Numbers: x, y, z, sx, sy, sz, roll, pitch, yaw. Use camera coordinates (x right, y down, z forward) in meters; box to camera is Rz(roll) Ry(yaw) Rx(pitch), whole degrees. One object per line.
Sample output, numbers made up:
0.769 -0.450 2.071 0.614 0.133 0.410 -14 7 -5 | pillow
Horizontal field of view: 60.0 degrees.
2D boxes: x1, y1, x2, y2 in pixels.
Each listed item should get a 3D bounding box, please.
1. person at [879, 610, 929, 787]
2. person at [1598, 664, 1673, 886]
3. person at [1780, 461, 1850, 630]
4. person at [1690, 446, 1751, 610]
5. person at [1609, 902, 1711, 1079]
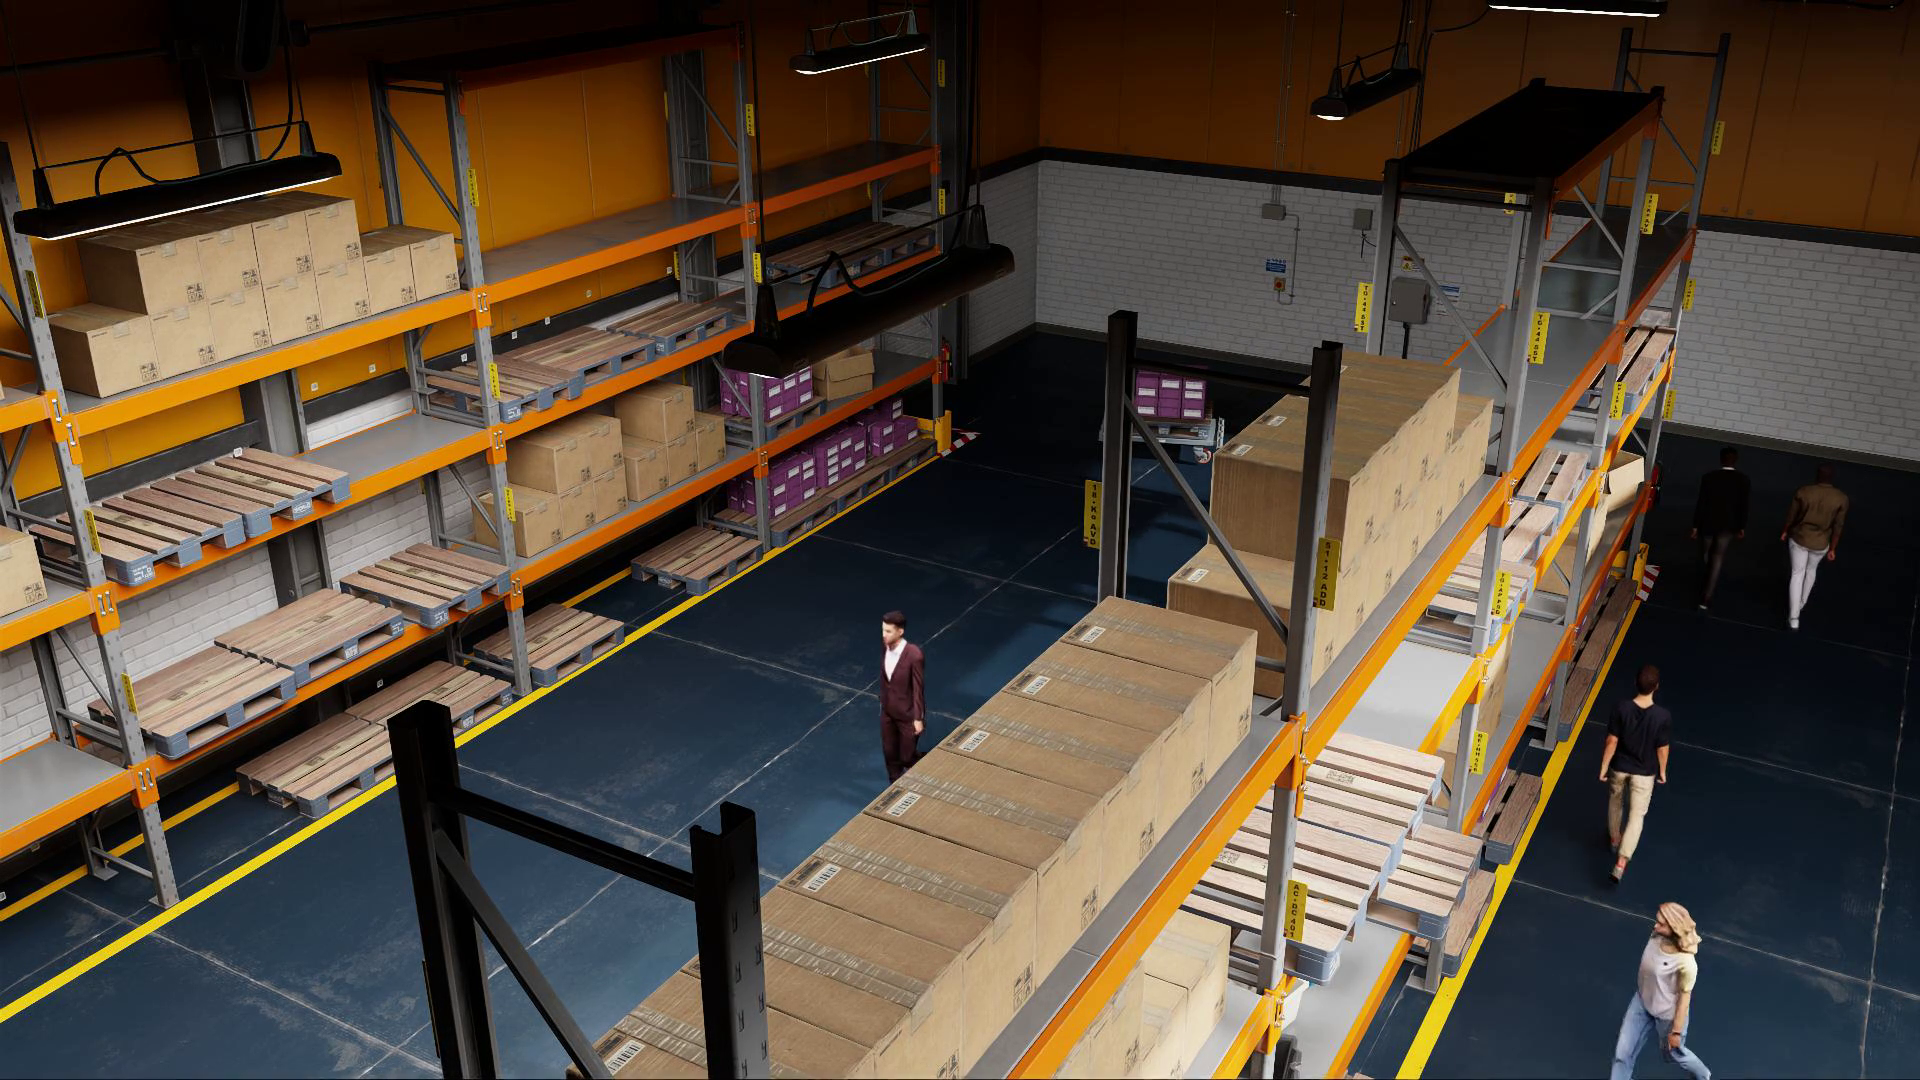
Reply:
-0.445 1.441 14.296 0.820 1.848 0.981 21 31 39 | person
5.383 1.889 13.297 0.647 1.826 1.151 13 27 27 | person
8.922 0.082 17.481 0.885 1.786 1.201 8 25 17 | person
8.174 -0.089 17.915 0.846 1.752 1.214 9 25 19 | person
4.642 3.070 10.783 1.227 1.676 1.182 -5 24 -12 | person
